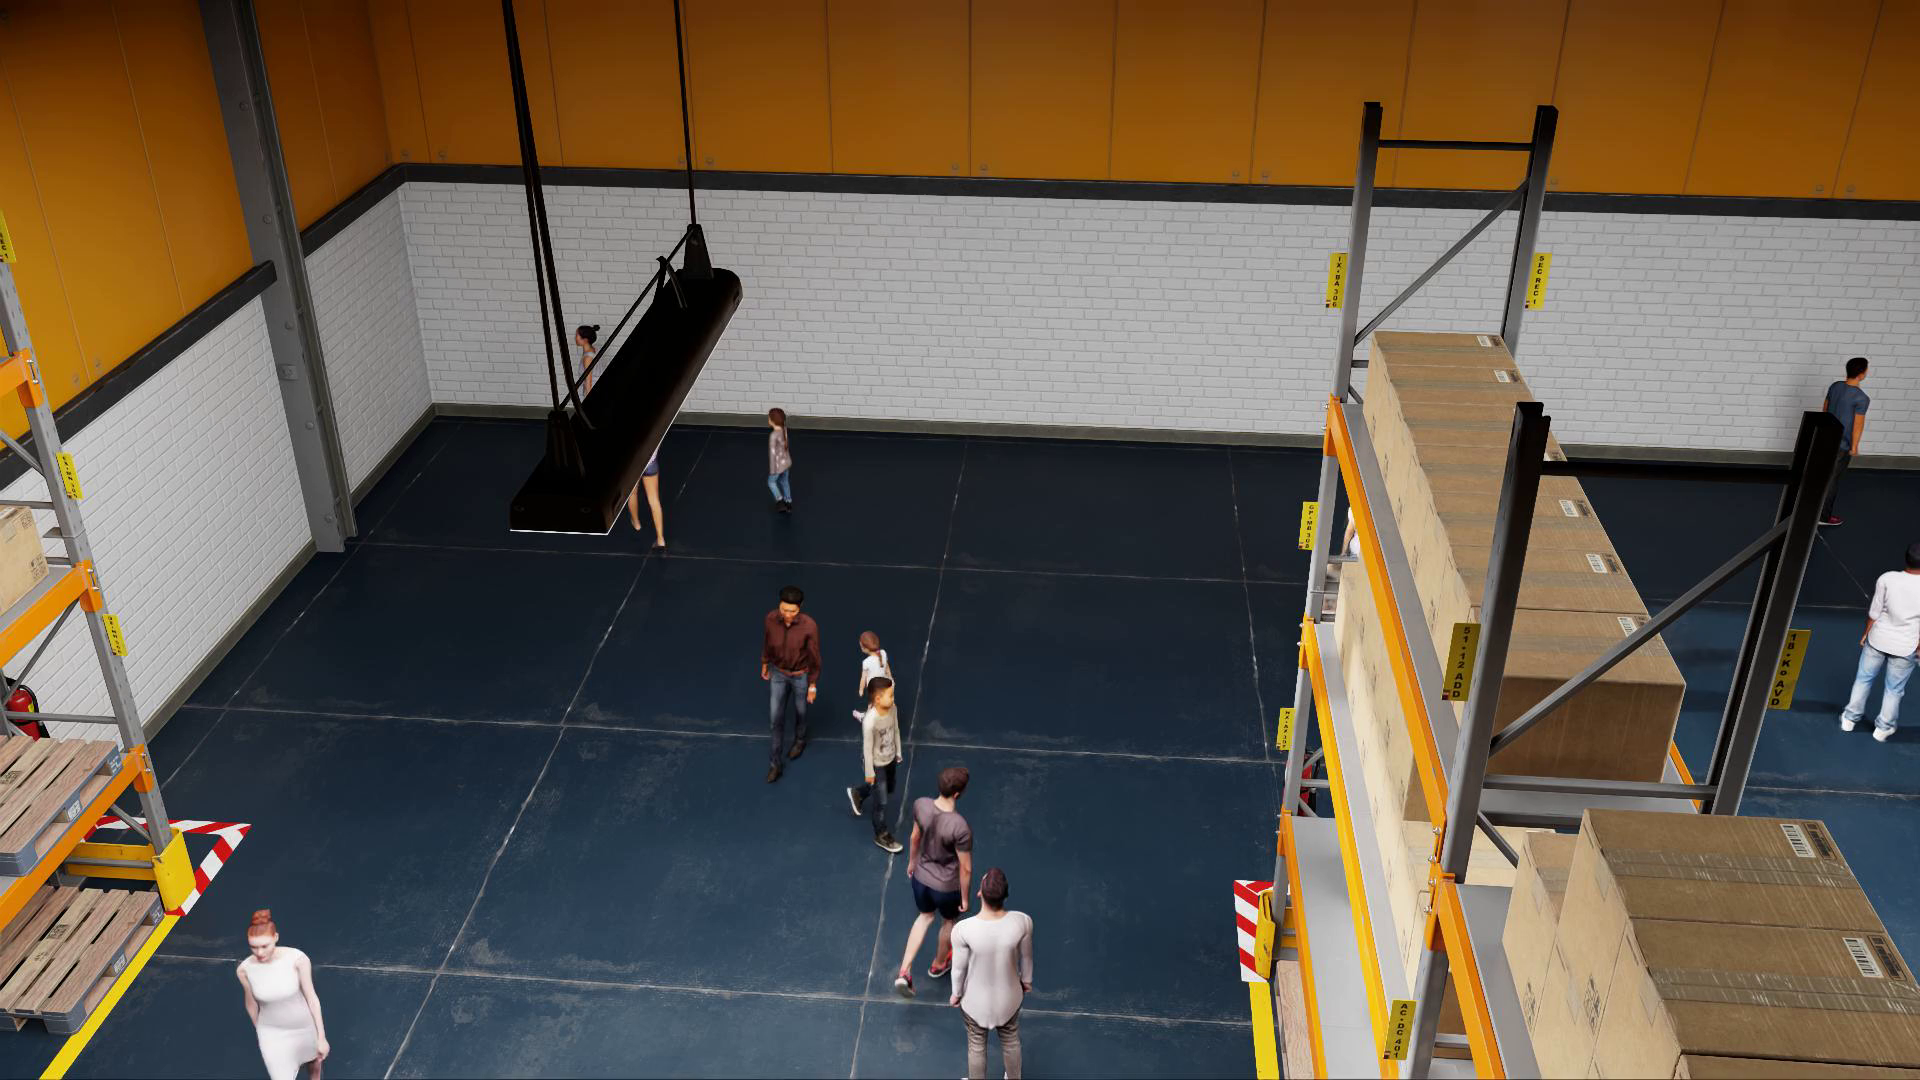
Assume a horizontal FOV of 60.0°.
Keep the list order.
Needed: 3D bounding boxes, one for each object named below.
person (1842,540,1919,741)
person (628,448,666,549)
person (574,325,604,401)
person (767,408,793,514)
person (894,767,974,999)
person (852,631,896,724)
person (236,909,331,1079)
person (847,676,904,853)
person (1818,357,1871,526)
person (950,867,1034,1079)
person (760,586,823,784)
[{"bbox_3d":[7.723,0.813,13.763,0.739,1.815,0.756,20,35,32],"label":"person"},{"bbox_3d":[-3.172,-0.706,16.672,0.927,1.695,1.188,-11,30,-19],"label":"person"},{"bbox_3d":[-4.053,-1.636,18.468,0.650,1.608,0.502,-3,29,-5],"label":"person"},{"bbox_3d":[-1.844,-0.807,17.389,0.618,1.187,0.492,14,31,23],"label":"person"},{"bbox_3d":[-0.188,2.308,11.013,0.970,1.823,1.107,15,32,26],"label":"person"},{"bbox_3d":[-0.654,1.236,13.849,0.723,0.989,0.728,21,35,33],"label":"person"},{"bbox_3d":[-4.017,2.881,10.025,0.808,1.765,1.025,-9,30,-15],"label":"person"},{"bbox_3d":[-0.658,1.652,12.608,0.846,1.448,0.870,18,33,29],"label":"person"},{"bbox_3d":[9.043,-1.037,17.160,0.779,1.810,0.622,-8,30,-15],"label":"person"},{"bbox_3d":[0.195,2.750,10.185,0.735,1.840,0.672,-7,29,-13],"label":"person"},{"bbox_3d":[-1.319,1.050,13.414,0.802,1.733,0.992,8,30,14],"label":"person"}]
